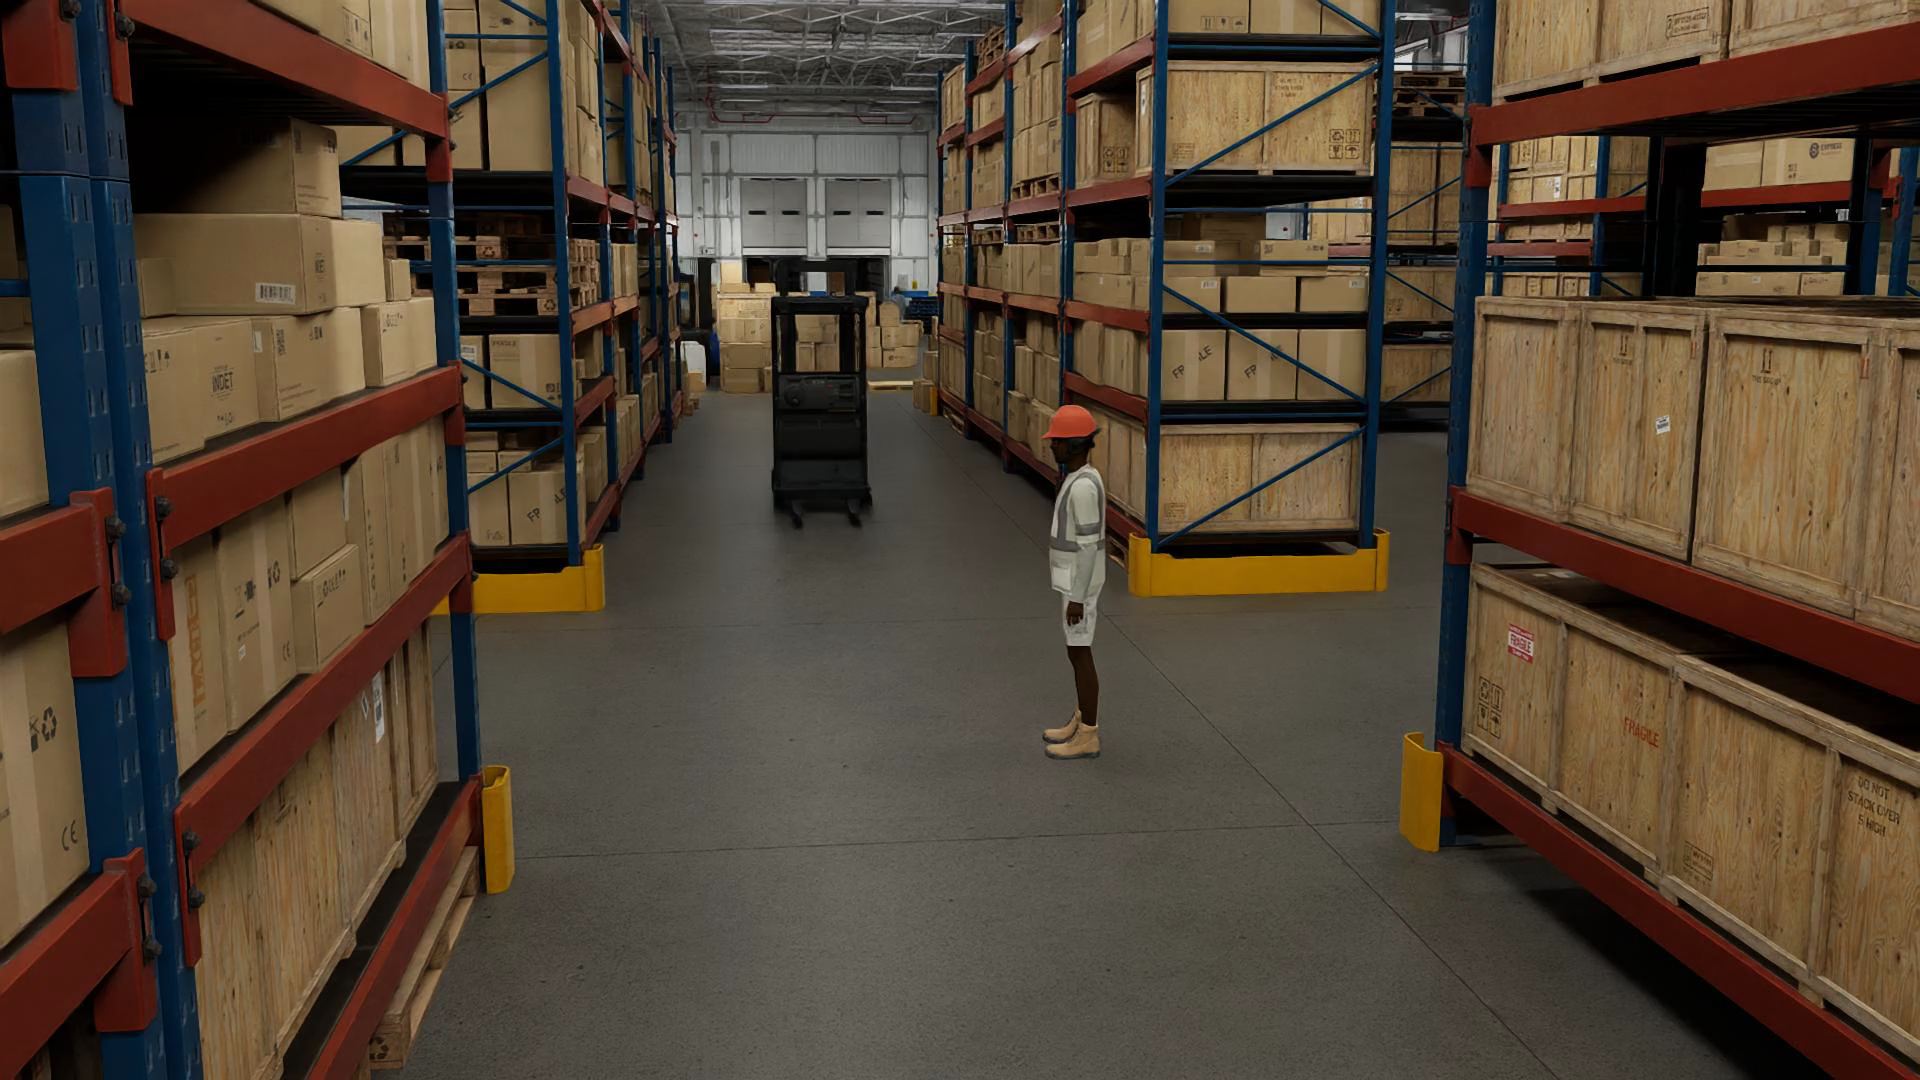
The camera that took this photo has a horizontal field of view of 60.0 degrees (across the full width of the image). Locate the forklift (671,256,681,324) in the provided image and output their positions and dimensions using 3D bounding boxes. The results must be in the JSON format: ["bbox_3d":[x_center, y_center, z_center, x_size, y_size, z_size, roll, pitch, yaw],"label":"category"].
[{"bbox_3d":[-11.300,-9.496,63.850,1.129,2.768,1.873,-1,10,-7],"label":"forklift"}]

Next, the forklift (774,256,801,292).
[{"bbox_3d":[-6.208,-8.857,60.127,1.129,2.768,1.873,-6,12,-33],"label":"forklift"}]

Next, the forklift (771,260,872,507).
[{"bbox_3d":[-1.674,-1.897,19.611,1.129,2.768,1.873,-1,10,-7],"label":"forklift"}]

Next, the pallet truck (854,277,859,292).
[{"bbox_3d":[-3.782,-9.391,65.808,1.885,1.965,0.823,2,10,10],"label":"pallet truck"}]

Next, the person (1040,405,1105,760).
[{"bbox_3d":[0.644,0.244,9.580,0.380,2.041,0.616,0,10,2],"label":"person"}]

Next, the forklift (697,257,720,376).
[{"bbox_3d":[-5.941,-5.231,39.020,1.873,2.768,1.129,-1,10,-8],"label":"forklift"}]

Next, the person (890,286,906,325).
[{"bbox_3d":[-1.953,-6.909,51.572,0.625,1.924,0.456,-8,12,-38],"label":"person"}]
